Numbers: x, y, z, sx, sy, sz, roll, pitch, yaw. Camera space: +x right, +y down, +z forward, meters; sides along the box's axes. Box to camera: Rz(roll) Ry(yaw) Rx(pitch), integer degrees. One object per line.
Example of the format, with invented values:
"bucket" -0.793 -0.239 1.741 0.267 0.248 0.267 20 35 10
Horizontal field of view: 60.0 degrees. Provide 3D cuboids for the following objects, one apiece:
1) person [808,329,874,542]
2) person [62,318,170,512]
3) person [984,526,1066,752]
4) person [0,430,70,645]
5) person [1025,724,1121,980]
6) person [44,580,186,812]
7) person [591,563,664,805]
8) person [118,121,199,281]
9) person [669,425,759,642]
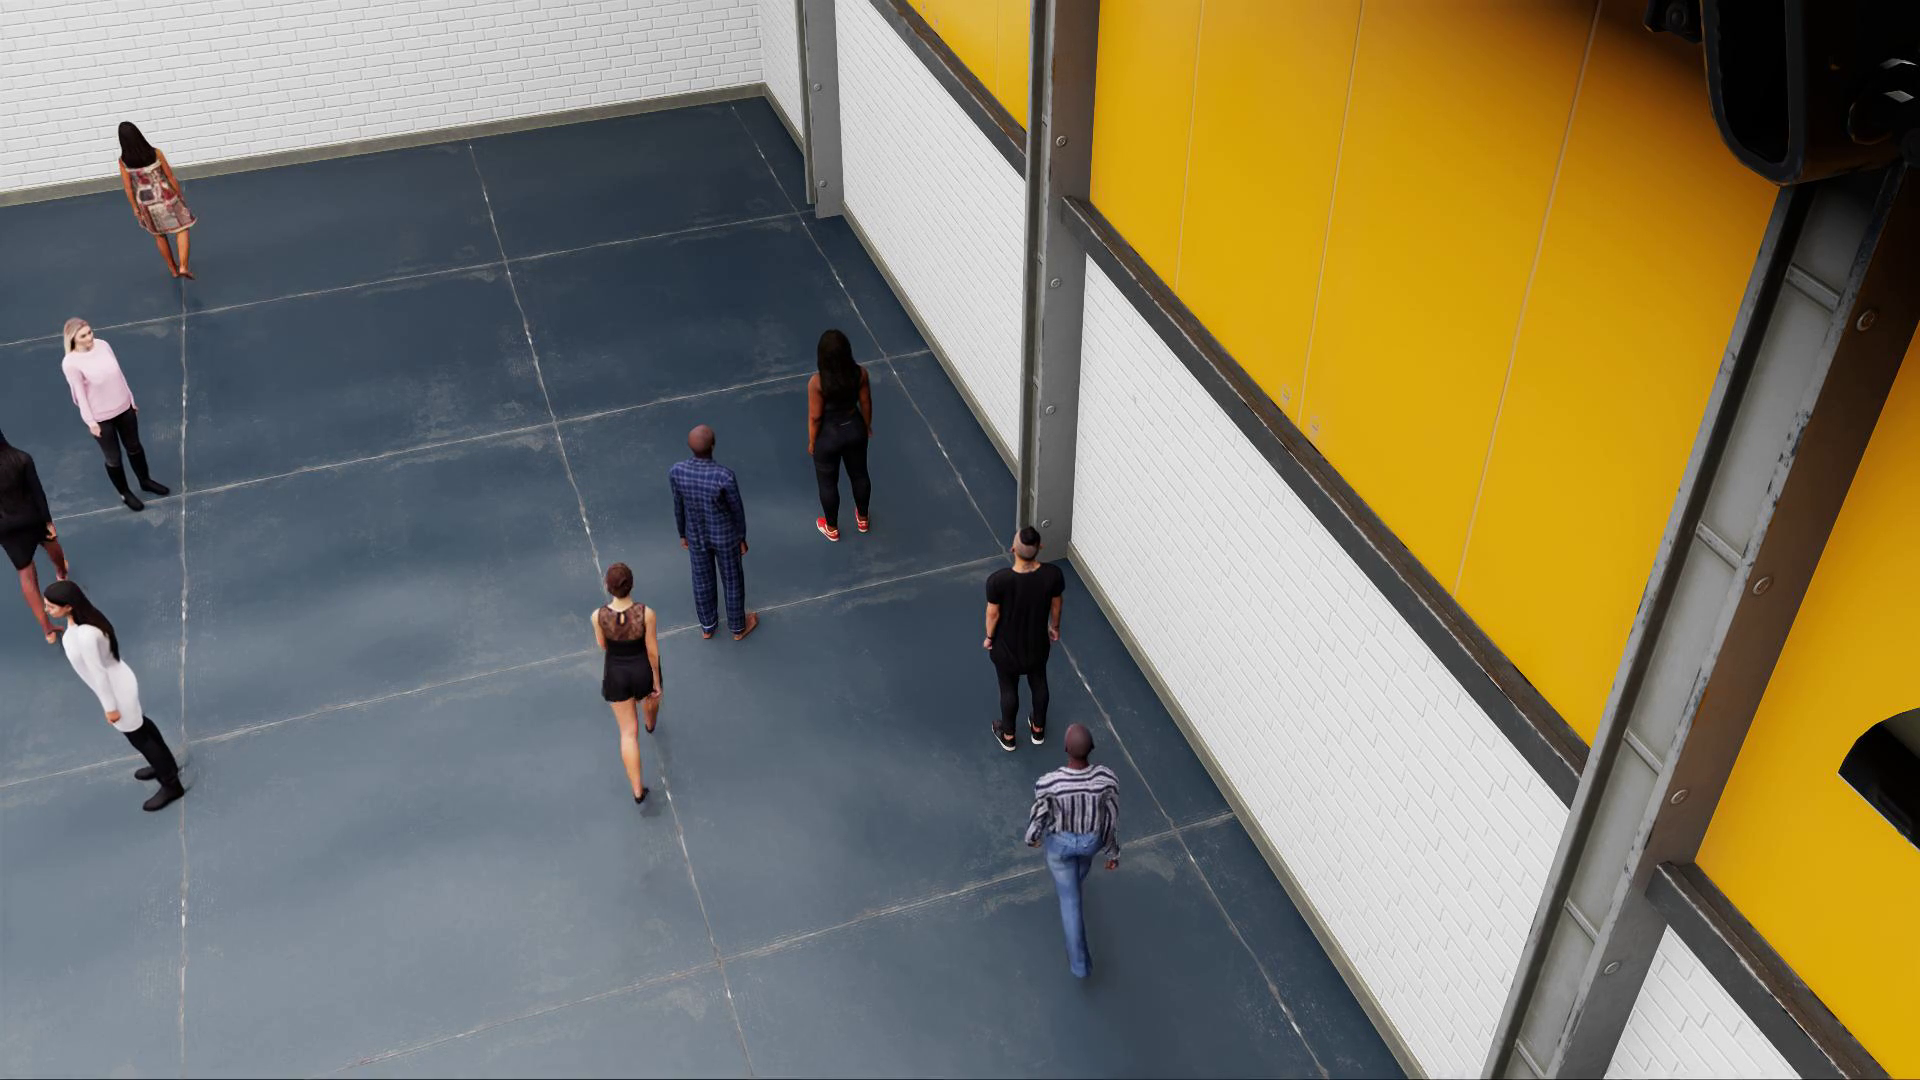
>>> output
"person" -0.914 -0.798 12.586 0.691 1.816 0.621 -16 41 -19
"person" -6.644 -1.007 12.952 0.744 1.686 0.685 17 42 20
"person" 0.410 0.615 10.781 0.687 1.860 0.589 -10 40 -12
"person" -6.644 -0.049 11.767 0.693 1.668 1.296 -15 41 -18
"person" 0.669 1.815 9.365 0.773 1.754 1.159 -7 39 -8
"person" -5.276 0.941 10.421 0.709 1.800 0.536 -20 43 -23
"person" -2.096 0.930 10.572 0.699 1.629 1.219 -5 39 -7
"person" -7.561 -3.158 15.688 0.674 1.634 0.815 -13 40 -16
"person" -1.729 -0.043 11.638 0.757 1.819 0.769 6 39 7
